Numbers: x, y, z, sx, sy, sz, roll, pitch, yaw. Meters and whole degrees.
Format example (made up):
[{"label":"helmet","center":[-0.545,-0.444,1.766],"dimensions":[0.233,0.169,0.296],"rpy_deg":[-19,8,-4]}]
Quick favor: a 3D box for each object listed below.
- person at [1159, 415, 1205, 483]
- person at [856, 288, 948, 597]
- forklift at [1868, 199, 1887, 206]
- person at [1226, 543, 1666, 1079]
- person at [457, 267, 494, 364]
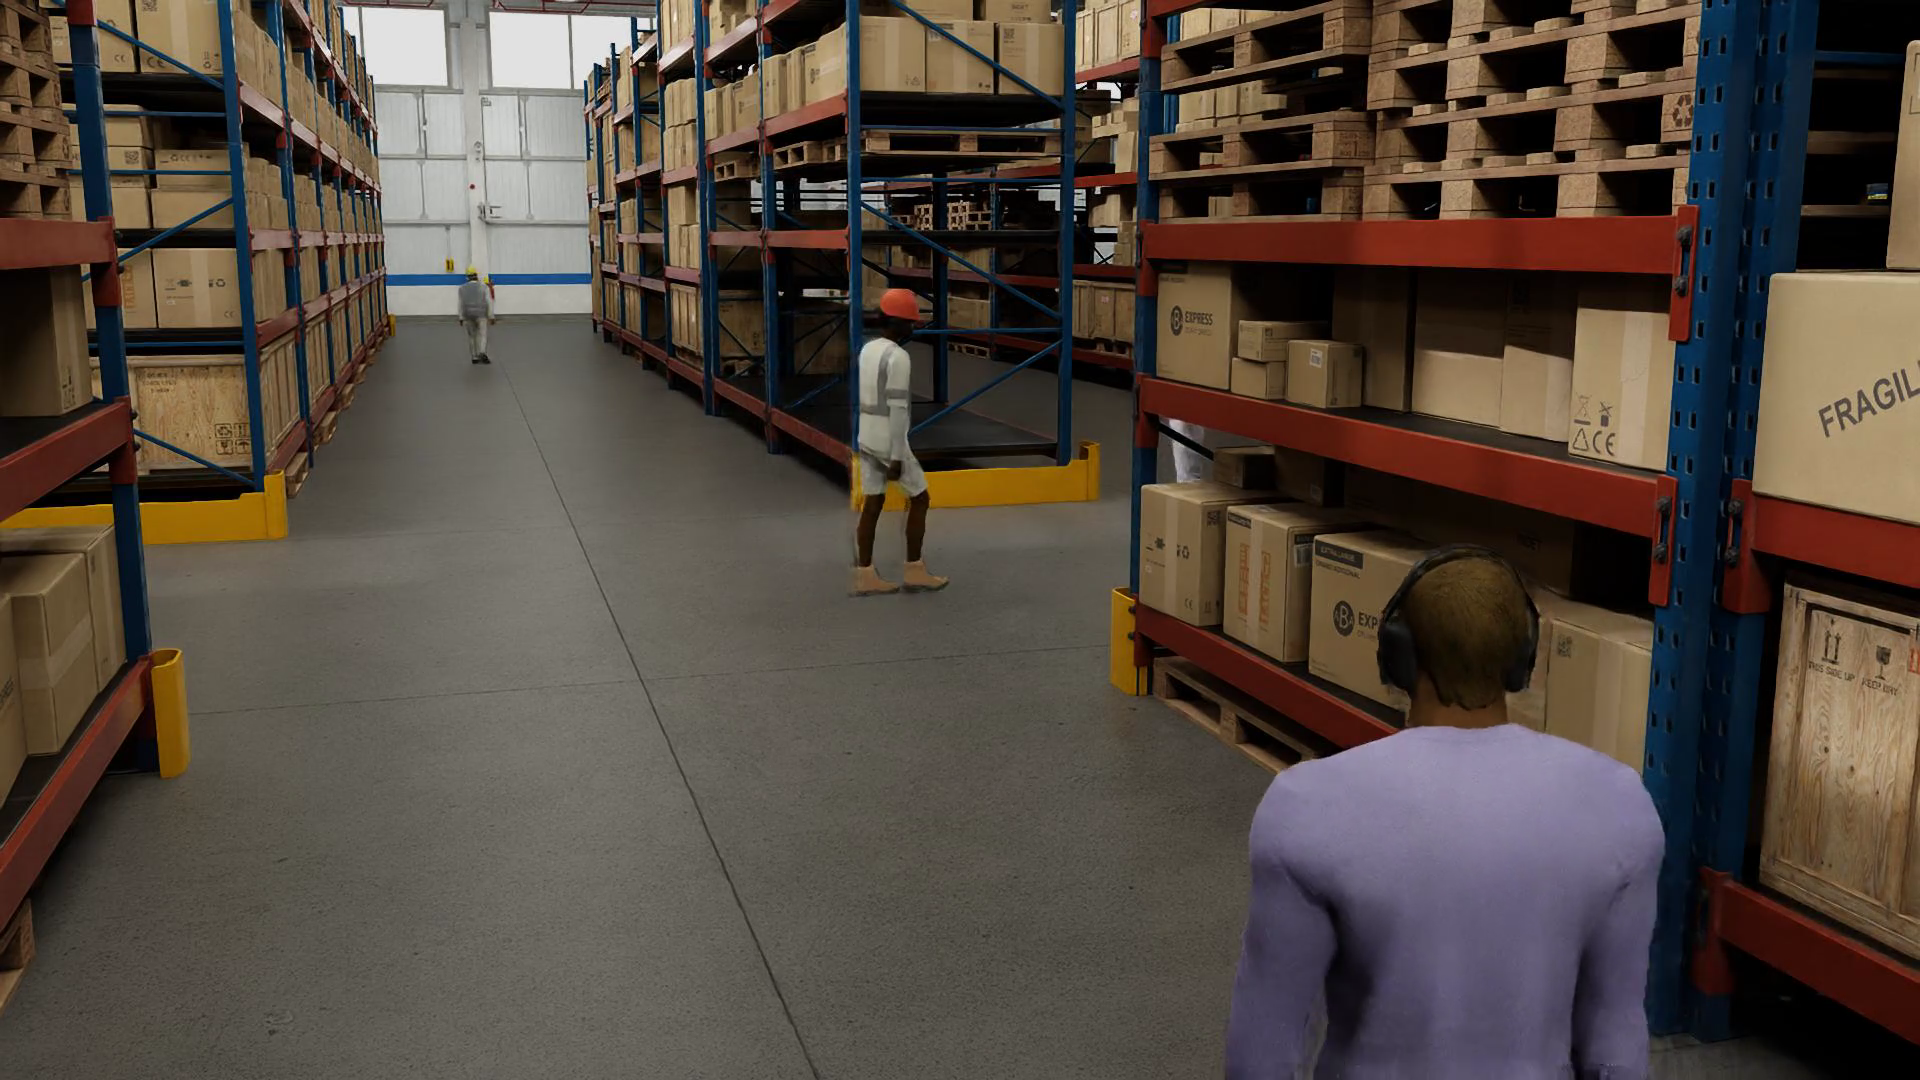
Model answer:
[{"label":"person","center":[2.049,-1.234,14.851],"dimensions":[0.662,1.790,0.960],"rpy_deg":[3,11,15]},{"label":"person","center":[-0.376,-0.633,10.889],"dimensions":[0.744,2.014,0.618],"rpy_deg":[-6,12,-32]},{"label":"forklift","center":[11.338,-2.915,21.052],"dimensions":[1.129,2.768,1.873],"rpy_deg":[-3,11,-17]},{"label":"person","center":[0.748,0.949,2.570],"dimensions":[0.642,1.903,0.990],"rpy_deg":[-1,10,-6]},{"label":"person","center":[-8.995,-4.152,30.793],"dimensions":[0.638,1.799,0.612],"rpy_deg":[-1,10,-3]}]
